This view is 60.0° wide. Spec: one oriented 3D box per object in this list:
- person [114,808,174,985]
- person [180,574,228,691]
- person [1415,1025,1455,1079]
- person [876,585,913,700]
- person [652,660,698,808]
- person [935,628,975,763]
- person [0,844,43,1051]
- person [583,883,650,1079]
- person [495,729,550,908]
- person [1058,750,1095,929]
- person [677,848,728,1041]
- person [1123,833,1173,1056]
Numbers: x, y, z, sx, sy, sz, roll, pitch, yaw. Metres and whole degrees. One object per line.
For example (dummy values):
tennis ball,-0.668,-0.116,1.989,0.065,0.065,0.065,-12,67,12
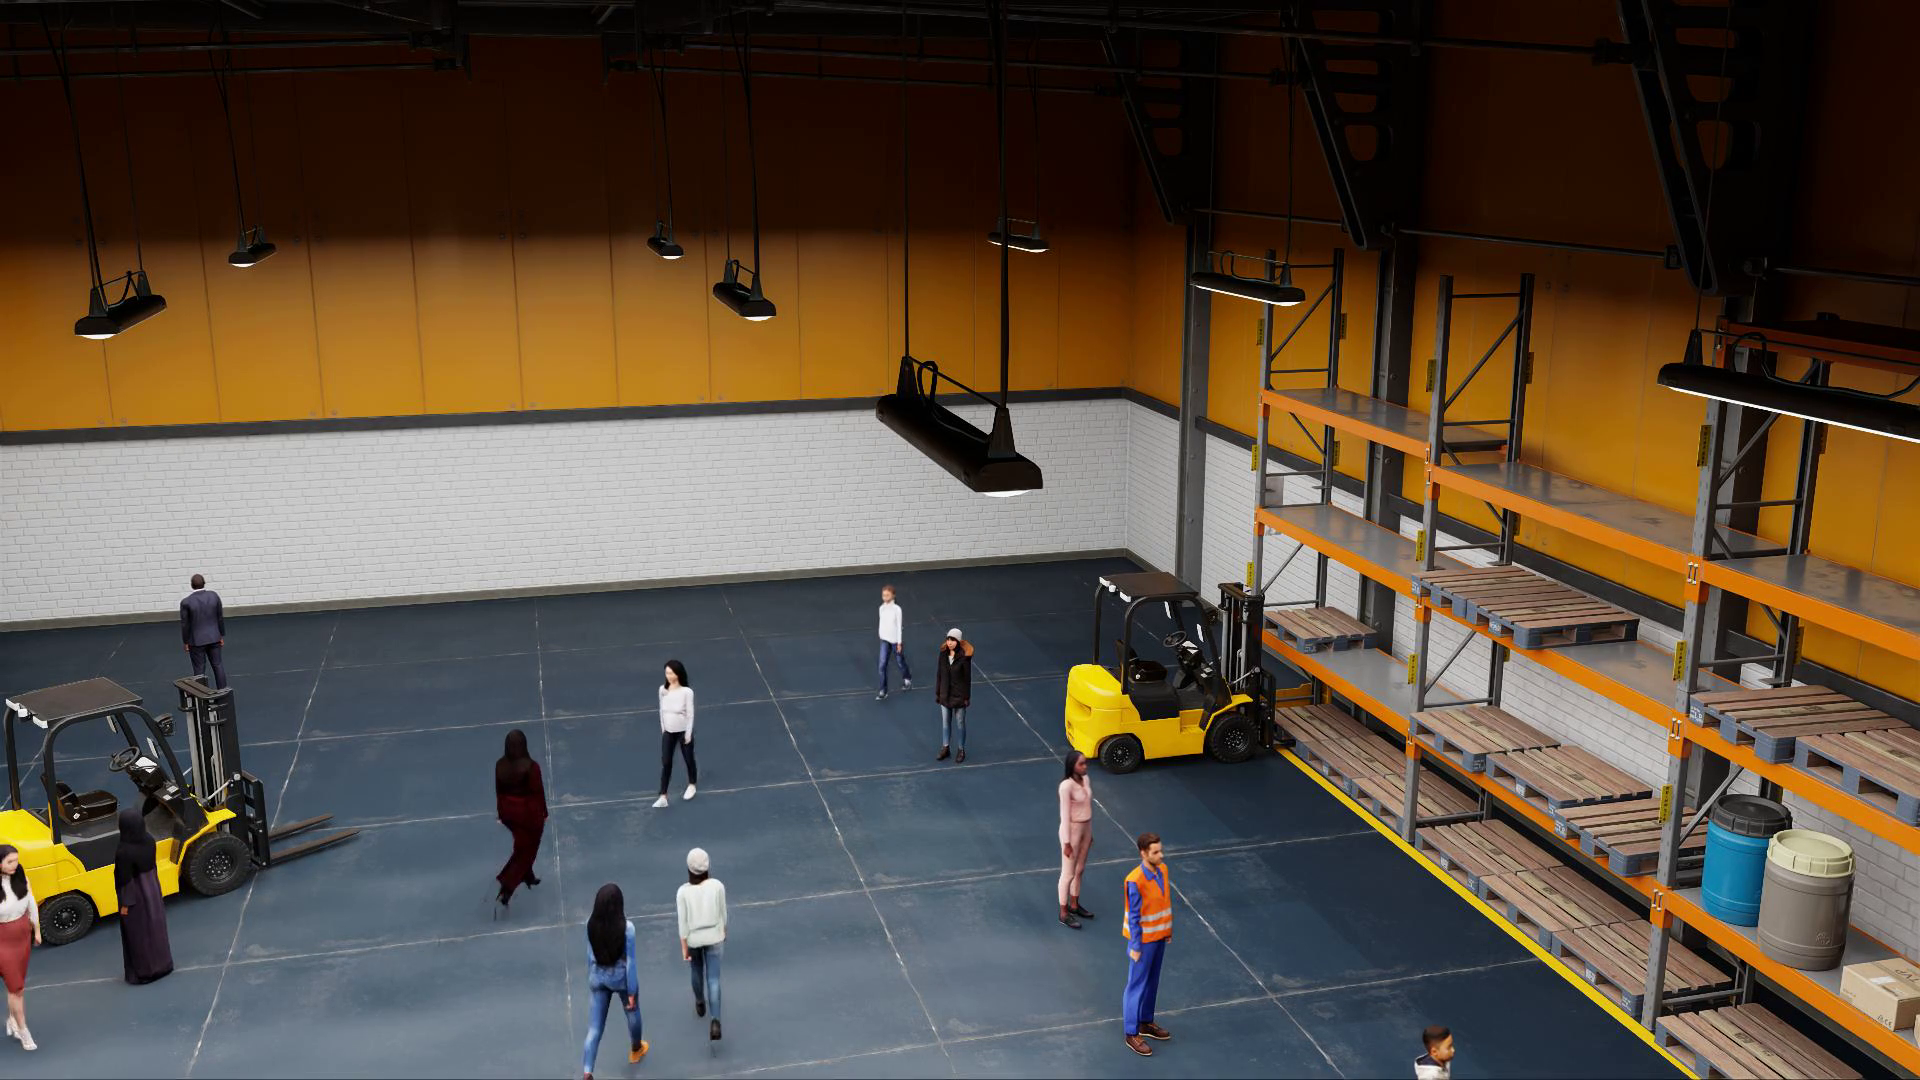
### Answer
person,-7.276,3.130,14.752,0.769,1.614,0.675,3,14,13
person,-9.907,1.314,21.813,0.782,1.822,0.769,-12,18,-40
person,3.231,4.011,11.453,0.716,1.454,0.639,6,15,24
person,-0.869,1.343,22.315,0.919,1.529,1.069,5,15,20
person,-3.112,2.143,18.714,0.944,1.668,1.091,4,14,16
person,-0.076,1.850,19.998,0.749,1.634,0.793,5,15,22
person,-7.866,3.322,13.713,0.878,1.731,0.816,8,16,31
person,-2.761,3.539,12.959,1.022,1.663,1.299,3,14,13
person,-4.308,2.731,16.161,1.051,1.726,1.143,7,15,25
person,1.090,2.818,15.815,0.740,1.722,0.697,9,16,34
person,-2.102,3.361,13.800,0.604,1.613,1.100,-3,14,-11
person,1.535,3.269,13.649,0.811,1.864,0.781,10,17,37
